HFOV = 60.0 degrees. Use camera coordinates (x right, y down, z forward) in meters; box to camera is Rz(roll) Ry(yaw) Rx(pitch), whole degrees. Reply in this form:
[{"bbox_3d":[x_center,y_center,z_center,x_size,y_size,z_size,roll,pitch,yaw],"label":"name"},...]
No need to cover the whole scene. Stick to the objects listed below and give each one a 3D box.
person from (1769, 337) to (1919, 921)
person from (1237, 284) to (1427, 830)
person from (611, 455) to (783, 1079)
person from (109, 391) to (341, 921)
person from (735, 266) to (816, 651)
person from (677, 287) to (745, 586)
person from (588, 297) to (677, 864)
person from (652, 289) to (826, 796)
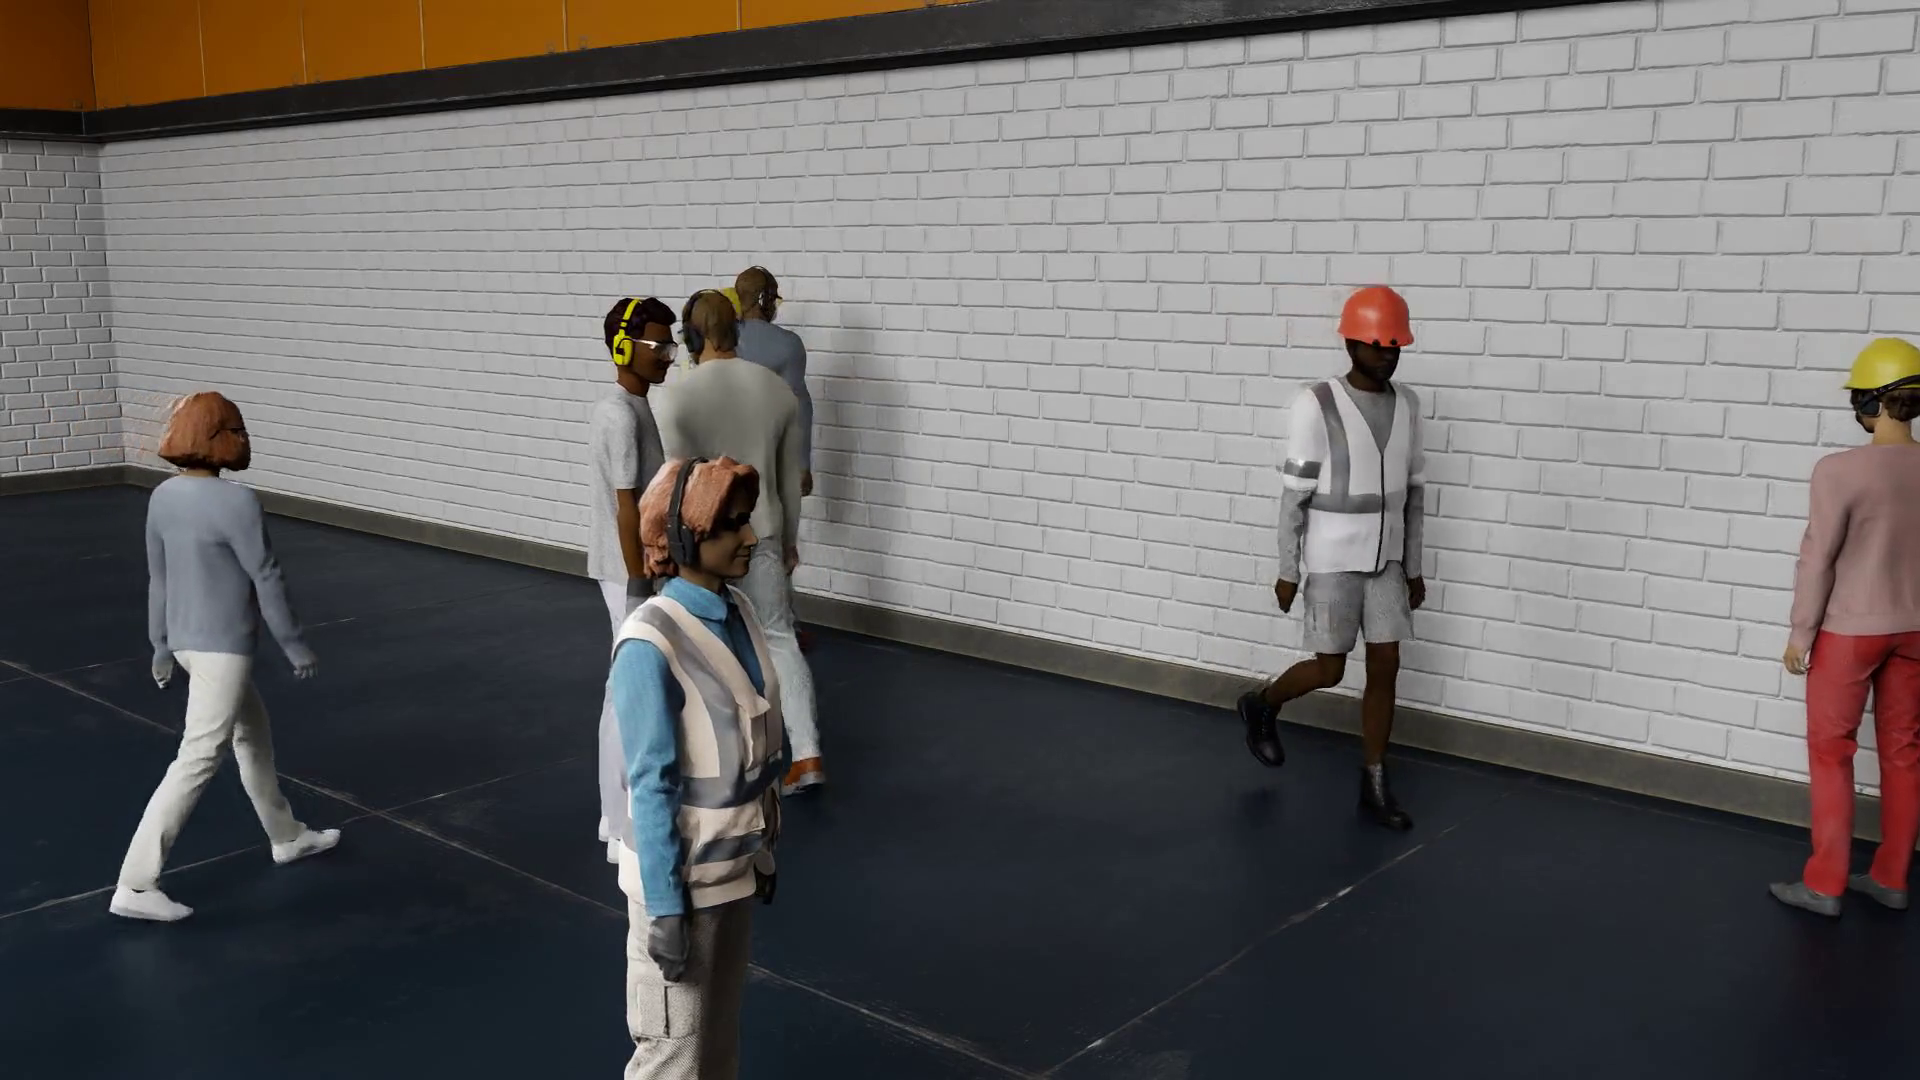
[{"bbox_3d":[2.756,0.272,5.048,0.527,1.760,0.330,-2,10,-12],"label":"person"},{"bbox_3d":[1.357,0.038,5.963,0.572,1.910,0.703,-4,11,-23],"label":"person"},{"bbox_3d":[-0.494,0.655,3.198,0.311,1.639,0.512,2,10,12],"label":"person"},{"bbox_3d":[-2.323,0.338,5.144,0.509,1.592,0.859,7,12,36],"label":"person"},{"bbox_3d":[-1.010,-0.386,8.287,0.627,1.934,0.370,4,11,23],"label":"person"},{"bbox_3d":[-1.123,-0.339,8.314,0.592,1.828,0.404,-4,11,-20],"label":"person"},{"bbox_3d":[-1.068,0.138,5.514,0.325,1.859,0.516,-2,10,-13],"label":"person"},{"bbox_3d":[-0.829,0.008,6.220,0.650,1.885,1.060,-8,13,-38],"label":"person"}]
